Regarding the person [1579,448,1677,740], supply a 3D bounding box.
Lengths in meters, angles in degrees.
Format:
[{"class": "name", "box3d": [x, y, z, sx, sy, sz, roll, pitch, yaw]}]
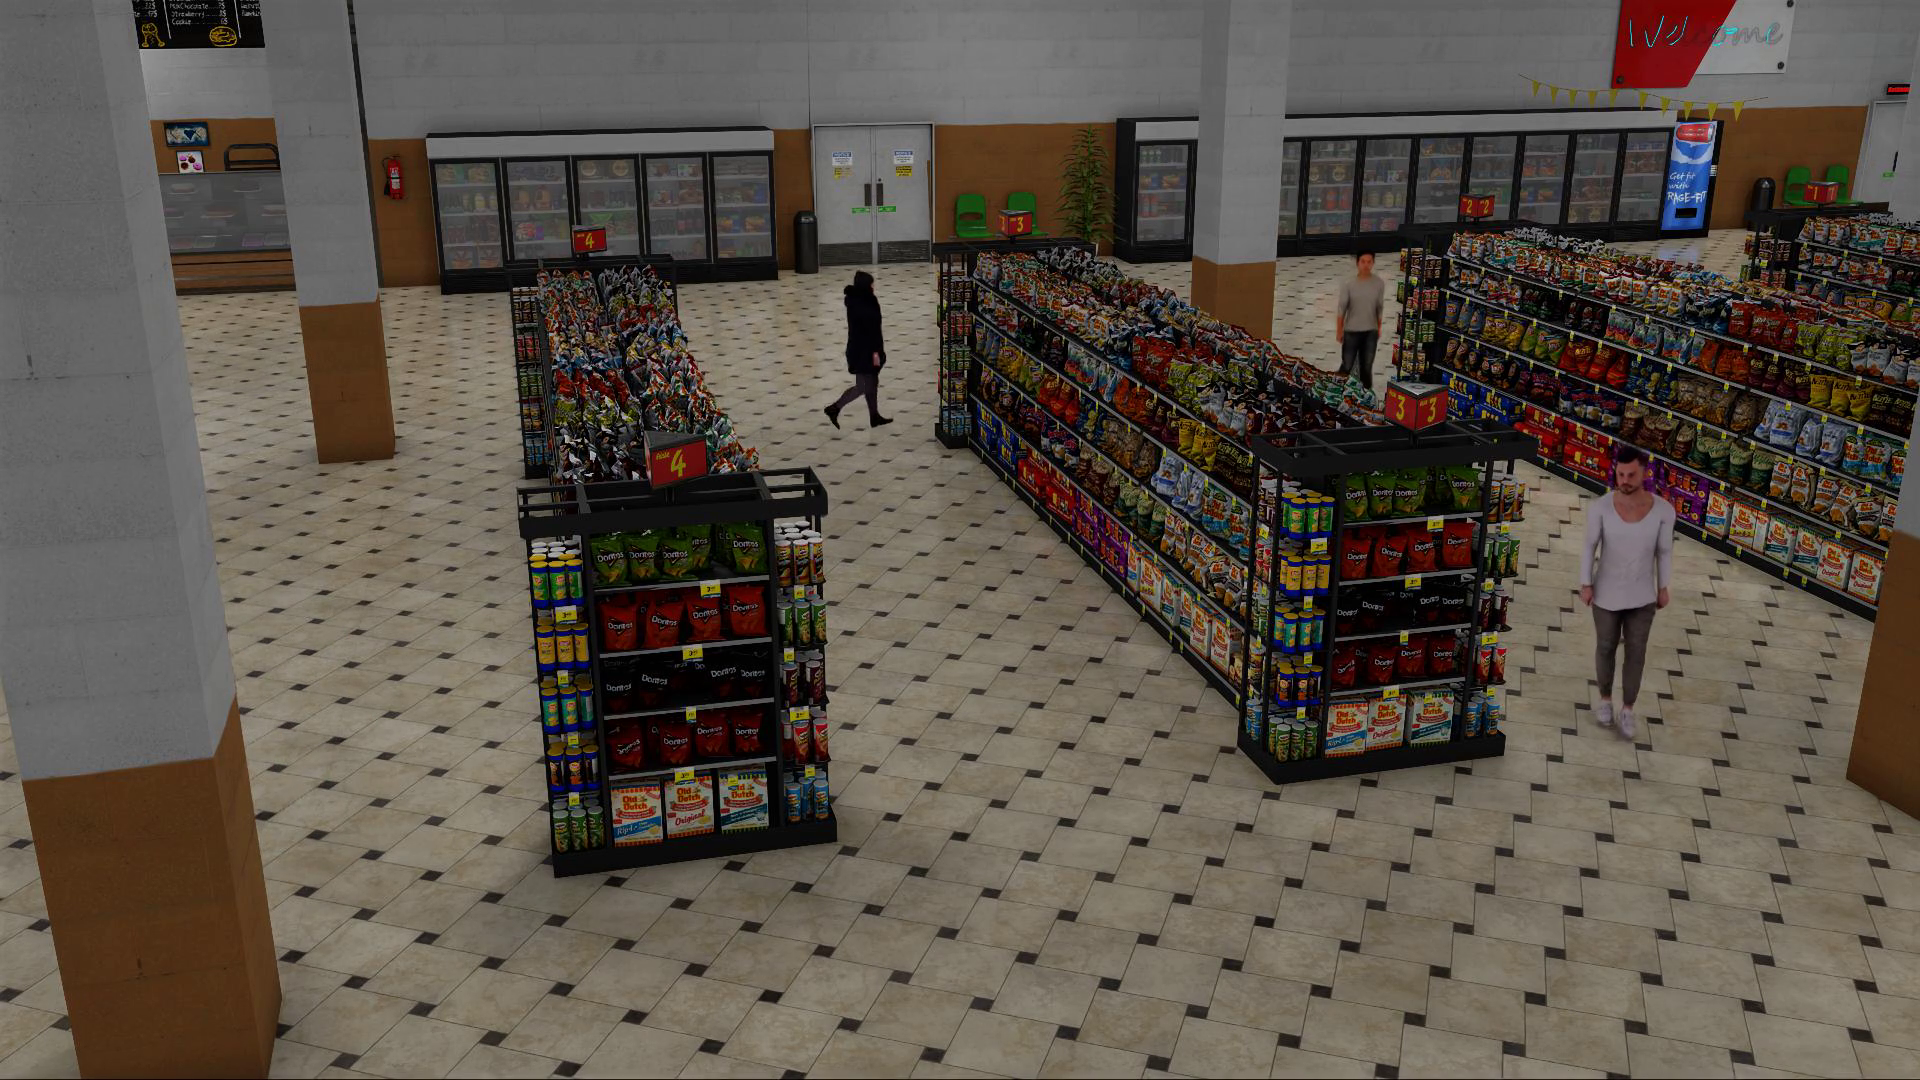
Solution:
[{"class": "person", "box3d": [4.138, 0.285, 10.377, 0.839, 1.820, 0.880, 6, 20, 18]}]

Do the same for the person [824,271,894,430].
[{"class": "person", "box3d": [-1.061, -1.929, 17.207, 0.736, 1.652, 0.931, -6, 20, -17]}]

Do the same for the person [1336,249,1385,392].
[{"class": "person", "box3d": [4.294, -2.251, 17.998, 0.915, 1.757, 1.225, 1, 19, 2]}]
